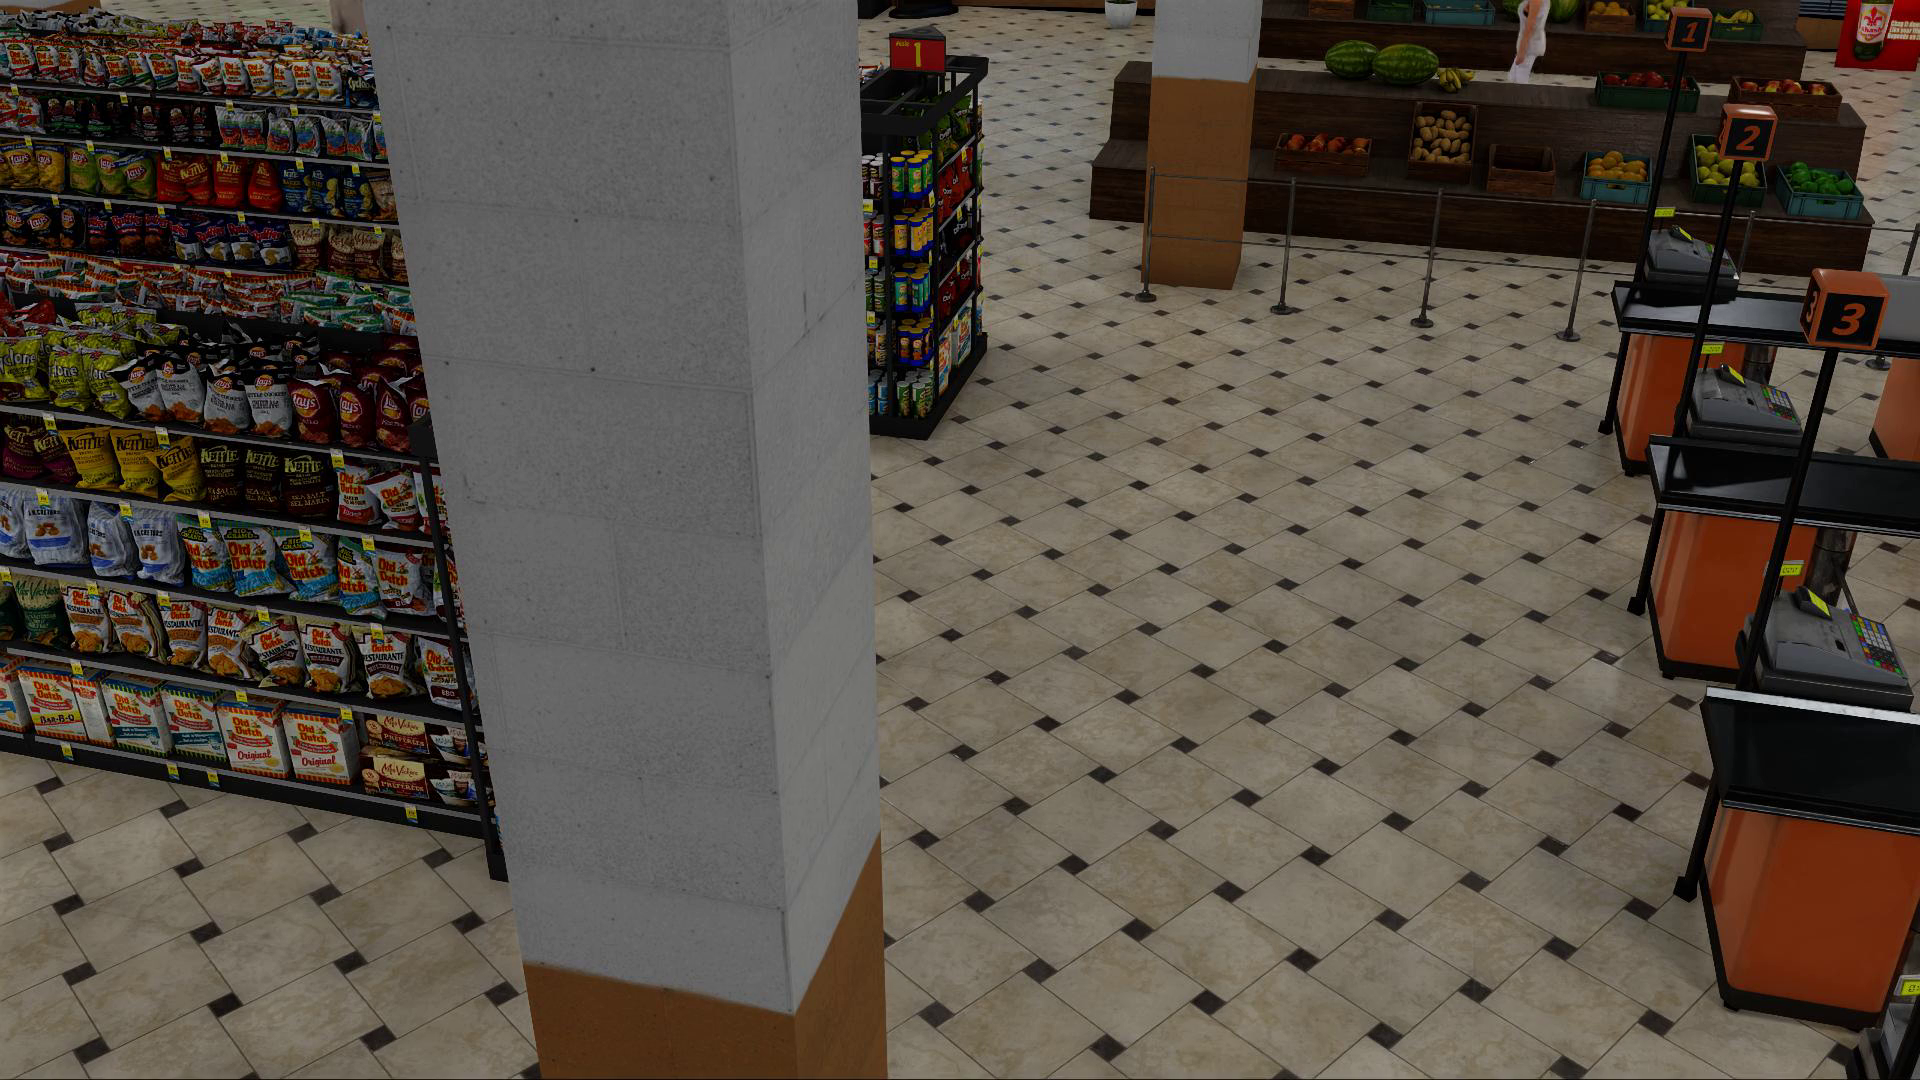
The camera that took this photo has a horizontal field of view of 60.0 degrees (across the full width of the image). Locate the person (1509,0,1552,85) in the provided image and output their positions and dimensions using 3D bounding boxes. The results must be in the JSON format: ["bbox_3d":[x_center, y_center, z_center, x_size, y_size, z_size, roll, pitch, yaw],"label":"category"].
[{"bbox_3d":[5.612,-4.778,16.133,0.726,1.660,0.681,14,32,25],"label":"person"}]
